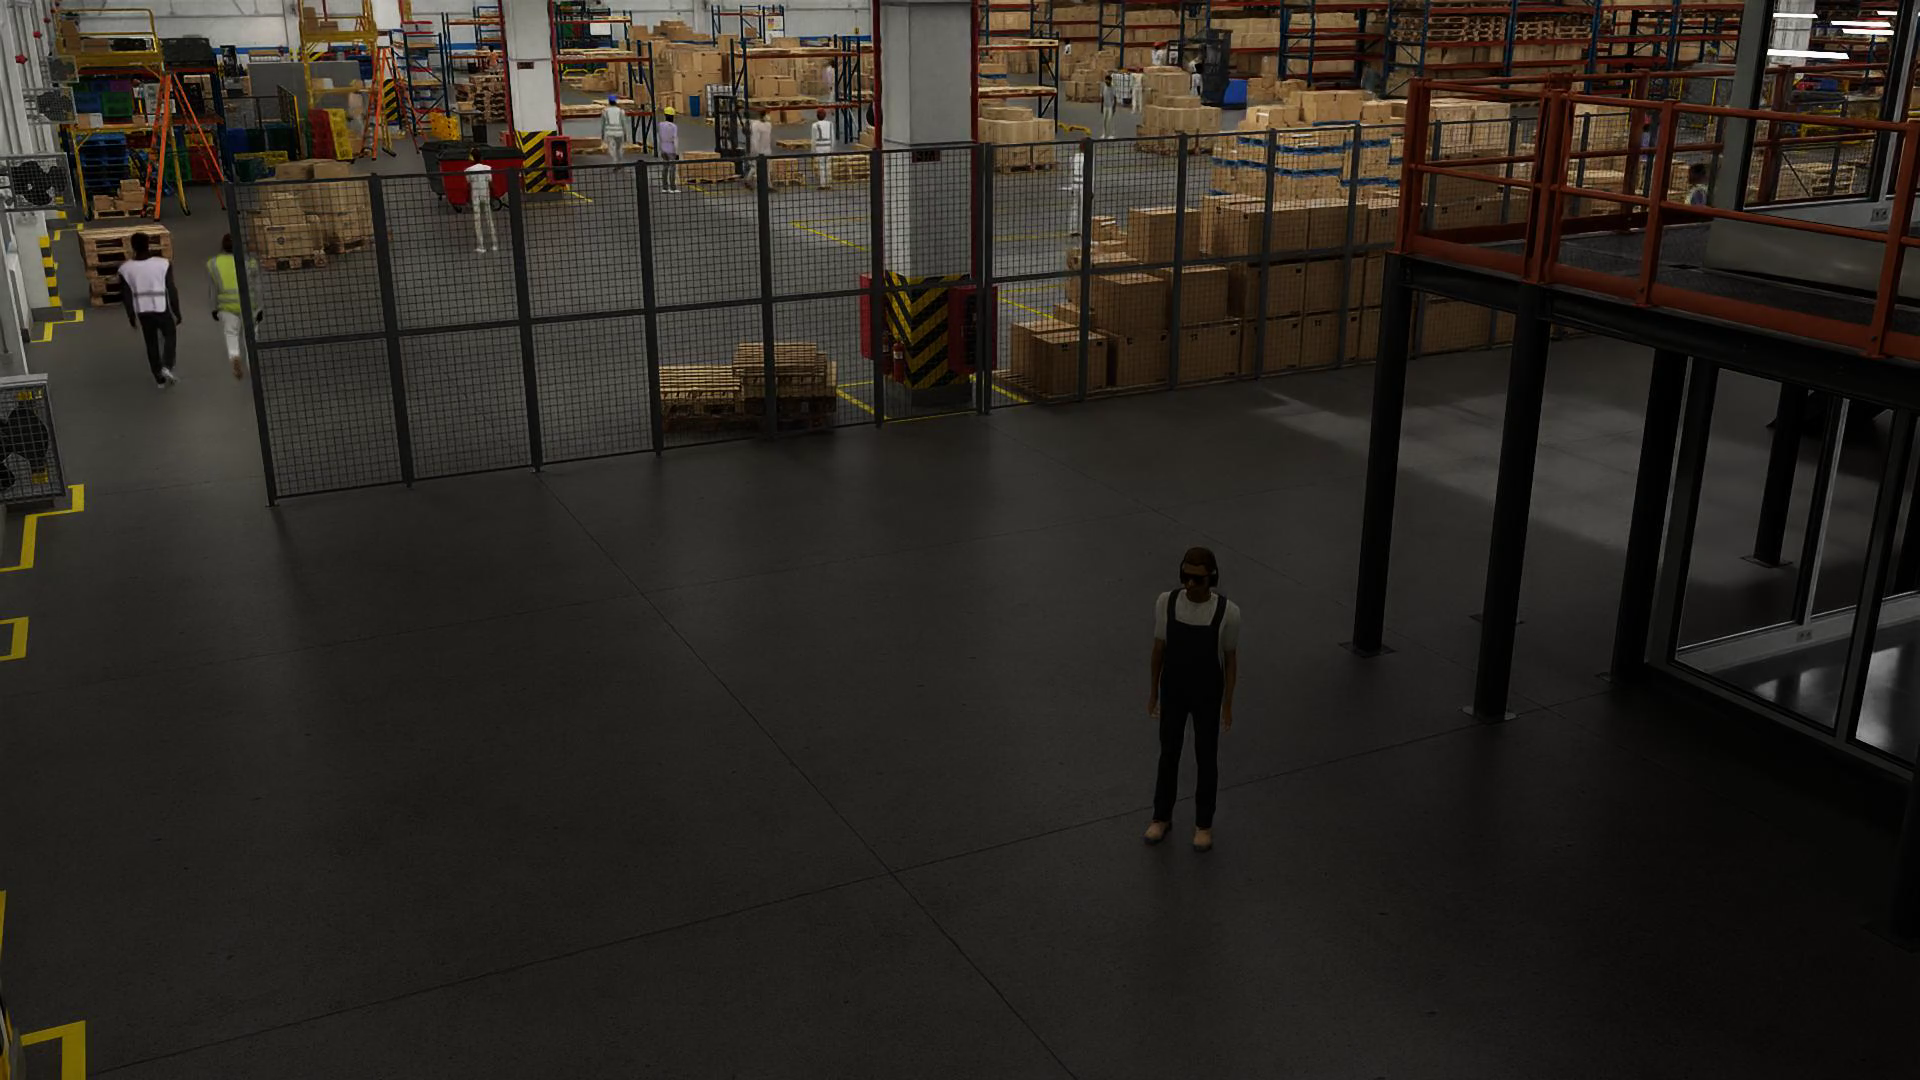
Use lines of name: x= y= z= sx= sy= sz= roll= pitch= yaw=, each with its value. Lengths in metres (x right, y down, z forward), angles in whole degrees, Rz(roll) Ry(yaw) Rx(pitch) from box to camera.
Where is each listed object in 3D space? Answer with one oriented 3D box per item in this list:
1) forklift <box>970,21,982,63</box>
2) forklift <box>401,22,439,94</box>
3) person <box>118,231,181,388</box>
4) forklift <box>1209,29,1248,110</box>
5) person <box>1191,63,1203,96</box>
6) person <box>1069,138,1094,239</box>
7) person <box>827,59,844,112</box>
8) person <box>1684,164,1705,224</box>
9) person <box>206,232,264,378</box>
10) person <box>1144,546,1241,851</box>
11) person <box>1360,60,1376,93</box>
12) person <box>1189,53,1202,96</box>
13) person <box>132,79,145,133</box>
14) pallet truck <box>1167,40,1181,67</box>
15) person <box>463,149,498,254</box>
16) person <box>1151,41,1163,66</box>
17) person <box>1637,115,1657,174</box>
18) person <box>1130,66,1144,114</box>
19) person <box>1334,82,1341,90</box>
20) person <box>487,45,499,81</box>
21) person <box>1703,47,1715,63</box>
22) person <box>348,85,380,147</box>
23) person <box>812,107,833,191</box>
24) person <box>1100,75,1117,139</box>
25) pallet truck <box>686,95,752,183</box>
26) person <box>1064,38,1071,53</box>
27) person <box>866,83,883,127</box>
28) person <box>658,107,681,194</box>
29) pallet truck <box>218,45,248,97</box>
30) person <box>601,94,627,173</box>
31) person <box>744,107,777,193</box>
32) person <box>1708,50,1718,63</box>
forklift: x=0.410 y=-19.649 z=67.630 sx=1.129 sy=2.768 sz=1.873 roll=-9 pitch=21 yaw=-25
forklift: x=-21.656 y=-19.175 z=66.256 sx=1.129 sy=2.768 sz=1.873 roll=-1 pitch=19 yaw=-2
person: x=-9.825 y=-2.792 z=20.235 sx=0.614 sy=1.902 sz=0.453 roll=-6 pitch=20 yaw=-16
forklift: x=9.219 y=-16.695 z=59.067 sx=1.873 sy=2.768 sz=1.129 roll=-9 pitch=21 yaw=-25
person: x=7.730 y=-14.547 z=54.219 sx=0.368 sy=1.966 sz=0.603 roll=-2 pitch=19 yaw=-7
person: x=2.306 y=-6.634 z=31.426 sx=0.353 sy=1.877 sz=0.573 roll=-17 pitch=25 yaw=-40
person: x=-4.377 y=-16.118 z=58.983 sx=0.633 sy=1.826 sz=0.654 roll=16 pitch=25 yaw=38
person: x=11.945 y=-5.174 z=27.143 sx=0.477 sy=1.903 sz=0.593 roll=8 pitch=21 yaw=23
person: x=-8.959 y=-2.889 z=20.635 sx=0.641 sy=1.828 sz=0.631 roll=-6 pitch=20 yaw=-16
person: x=1.336 y=0.909 z=9.598 sx=0.504 sy=1.847 sz=0.344 roll=7 pitch=20 yaw=19
person: x=14.009 y=-15.406 z=56.826 sx=0.669 sy=1.898 sz=0.894 roll=-17 pitch=25 yaw=-40
person: x=8.817 y=-17.096 z=61.746 sx=0.642 sy=1.870 sz=1.050 roll=-3 pitch=19 yaw=-10
person: x=-25.373 y=-13.403 z=51.414 sx=0.519 sy=1.633 sz=0.312 roll=6 pitch=20 yaw=17
pallet truck: x=9.045 y=-19.971 z=69.895 sx=0.823 sy=1.965 sz=1.885 roll=-3 pitch=19 yaw=-8
person: x=-8.604 y=-6.084 z=29.882 sx=0.566 sy=1.847 sz=0.394 roll=-18 pitch=26 yaw=-41
person: x=8.325 y=-20.238 z=70.780 sx=0.568 sy=1.918 sz=0.546 roll=15 pitch=24 yaw=37
person: x=14.850 y=-8.288 z=36.187 sx=0.544 sy=1.904 sz=0.959 roll=16 pitch=25 yaw=39
person: x=6.185 y=-15.707 z=58.075 sx=0.516 sy=1.640 sz=0.314 roll=-4 pitch=19 yaw=-12
person: x=11.387 y=-12.882 z=49.843 sx=0.786 sy=1.669 sz=0.537 roll=5 pitch=20 yaw=16
person: x=-20.165 y=-20.477 z=71.821 sx=0.532 sy=1.693 sz=0.319 roll=-15 pitch=24 yaw=-37
person: x=31.291 y=-19.734 z=69.585 sx=0.532 sy=1.753 sz=0.387 roll=0 pitch=19 yaw=1
person: x=-17.022 y=-12.079 z=47.199 sx=1.029 sy=1.866 sz=0.607 roll=1 pitch=19 yaw=2
person: x=-3.148 y=-8.956 z=38.138 sx=0.583 sy=1.882 sz=0.340 roll=-16 pitch=25 yaw=-39
person: x=4.440 y=-12.944 z=49.743 sx=0.527 sy=1.858 sz=0.318 roll=14 pitch=23 yaw=34
pallet truck: x=-5.836 y=-9.608 z=39.856 sx=0.823 sy=1.965 sz=1.885 roll=10 pitch=22 yaw=27
person: x=5.112 y=-22.960 z=79.019 sx=0.320 sy=1.693 sz=0.531 roll=6 pitch=20 yaw=18
person: x=-2.218 y=-11.101 z=44.118 sx=0.536 sy=2.000 sz=0.677 roll=-1 pitch=19 yaw=-4
person: x=-6.578 y=-8.843 z=37.759 sx=0.581 sy=1.919 sz=0.391 roll=14 pitch=23 yaw=35
pallet truck: x=-28.879 y=-18.665 z=66.111 sx=0.823 sy=1.965 sz=1.885 roll=-3 pitch=19 yaw=-9
person: x=-8.651 y=-10.166 z=41.626 sx=0.610 sy=1.909 sz=0.986 roll=-6 pitch=20 yaw=-16
person: x=-4.558 y=-8.888 z=37.913 sx=0.904 sy=1.908 sz=0.646 roll=13 pitch=23 yaw=34
person: x=30.298 y=-18.872 z=67.070 sx=0.543 sy=1.749 sz=0.410 roll=-16 pitch=24 yaw=-38
